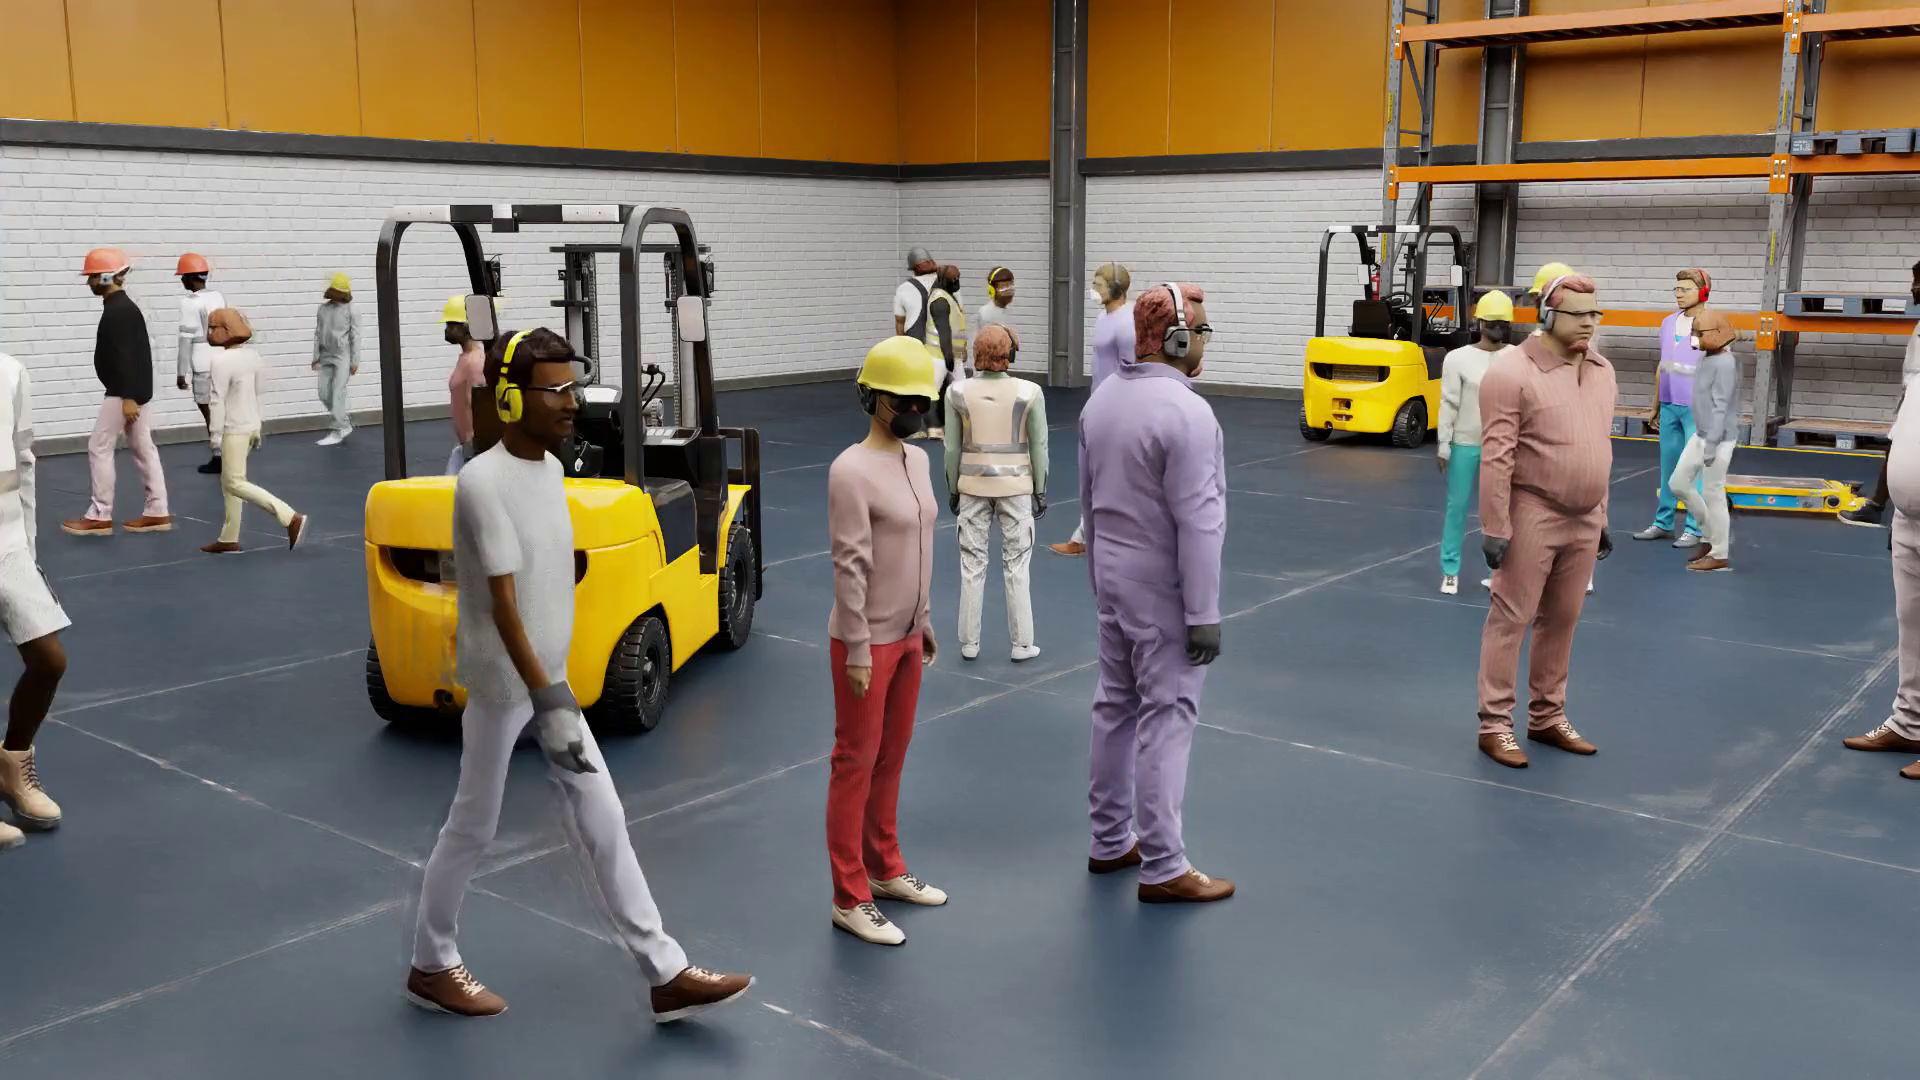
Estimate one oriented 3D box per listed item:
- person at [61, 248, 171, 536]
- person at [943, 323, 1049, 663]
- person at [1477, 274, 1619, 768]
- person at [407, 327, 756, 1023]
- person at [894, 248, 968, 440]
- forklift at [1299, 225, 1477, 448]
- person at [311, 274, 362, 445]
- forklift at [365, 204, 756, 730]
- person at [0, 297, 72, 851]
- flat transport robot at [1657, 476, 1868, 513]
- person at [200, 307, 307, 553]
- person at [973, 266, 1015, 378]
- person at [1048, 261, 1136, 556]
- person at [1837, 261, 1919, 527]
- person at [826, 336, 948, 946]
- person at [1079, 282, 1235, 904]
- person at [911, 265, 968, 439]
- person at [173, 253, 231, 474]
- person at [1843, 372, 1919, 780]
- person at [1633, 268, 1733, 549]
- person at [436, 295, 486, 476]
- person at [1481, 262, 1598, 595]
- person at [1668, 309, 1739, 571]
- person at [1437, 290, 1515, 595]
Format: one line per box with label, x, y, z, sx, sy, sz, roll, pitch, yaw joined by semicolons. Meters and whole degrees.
person;-5.909;-1.007;11.465;0.805;1.968;0.666;-4;11;-19
person;0.174;-0.218;8.017;0.514;1.641;0.307;2;10;12
person;2.310;-0.073;6.482;0.652;1.904;0.402;-5;11;-26
person;-1.045;0.379;4.226;0.990;1.816;0.503;3;11;17
person;-0.299;-2.057;17.094;0.744;2.000;1.024;-1;10;-6
forklift;4.449;-2.115;16.993;1.214;2.155;2.313;8;13;38
person;-6.260;-1.805;16.649;0.526;1.705;0.530;4;11;21
forklift;-1.766;-0.406;7.525;1.214;2.155;2.313;1;10;7
person;-3.271;0.045;5.487;0.456;2.027;0.609;5;11;27
flat transport robot;6.047;-0.347;12.526;1.431;0.197;0.652;3;11;18
person;-4.599;-0.689;10.705;0.694;1.607;0.510;0;10;1
person;0.272;-1.254;13.232;0.489;1.825;0.561;5;11;25
person;1.069;-0.832;10.701;0.918;1.915;0.629;-1;10;-3
person;6.786;-0.997;11.579;0.611;1.924;0.989;-9;14;-42
person;-0.204;0.284;4.902;0.329;1.763;0.523;5;11;25
person;0.629;0.161;5.178;0.400;1.907;0.645;-5;11;-24
person;-0.176;-1.903;16.960;0.940;1.795;0.641;2;10;10
person;-6.571;-1.521;14.452;0.419;1.919;0.586;2;10;12
person;3.735;-0.047;6.331;0.409;1.909;0.639;0;10;-1
person;4.849;-0.872;11.068;0.388;1.847;0.563;-4;11;-22
person;-2.850;-0.577;9.786;0.893;1.720;0.535;-5;11;-26
person;3.388;-0.629;9.560;0.610;1.927;0.487;-7;13;-35
person;4.595;-0.605;10.203;0.381;1.613;0.527;1;10;6
person;2.996;-0.532;9.468;0.552;1.746;0.494;0;10;0
